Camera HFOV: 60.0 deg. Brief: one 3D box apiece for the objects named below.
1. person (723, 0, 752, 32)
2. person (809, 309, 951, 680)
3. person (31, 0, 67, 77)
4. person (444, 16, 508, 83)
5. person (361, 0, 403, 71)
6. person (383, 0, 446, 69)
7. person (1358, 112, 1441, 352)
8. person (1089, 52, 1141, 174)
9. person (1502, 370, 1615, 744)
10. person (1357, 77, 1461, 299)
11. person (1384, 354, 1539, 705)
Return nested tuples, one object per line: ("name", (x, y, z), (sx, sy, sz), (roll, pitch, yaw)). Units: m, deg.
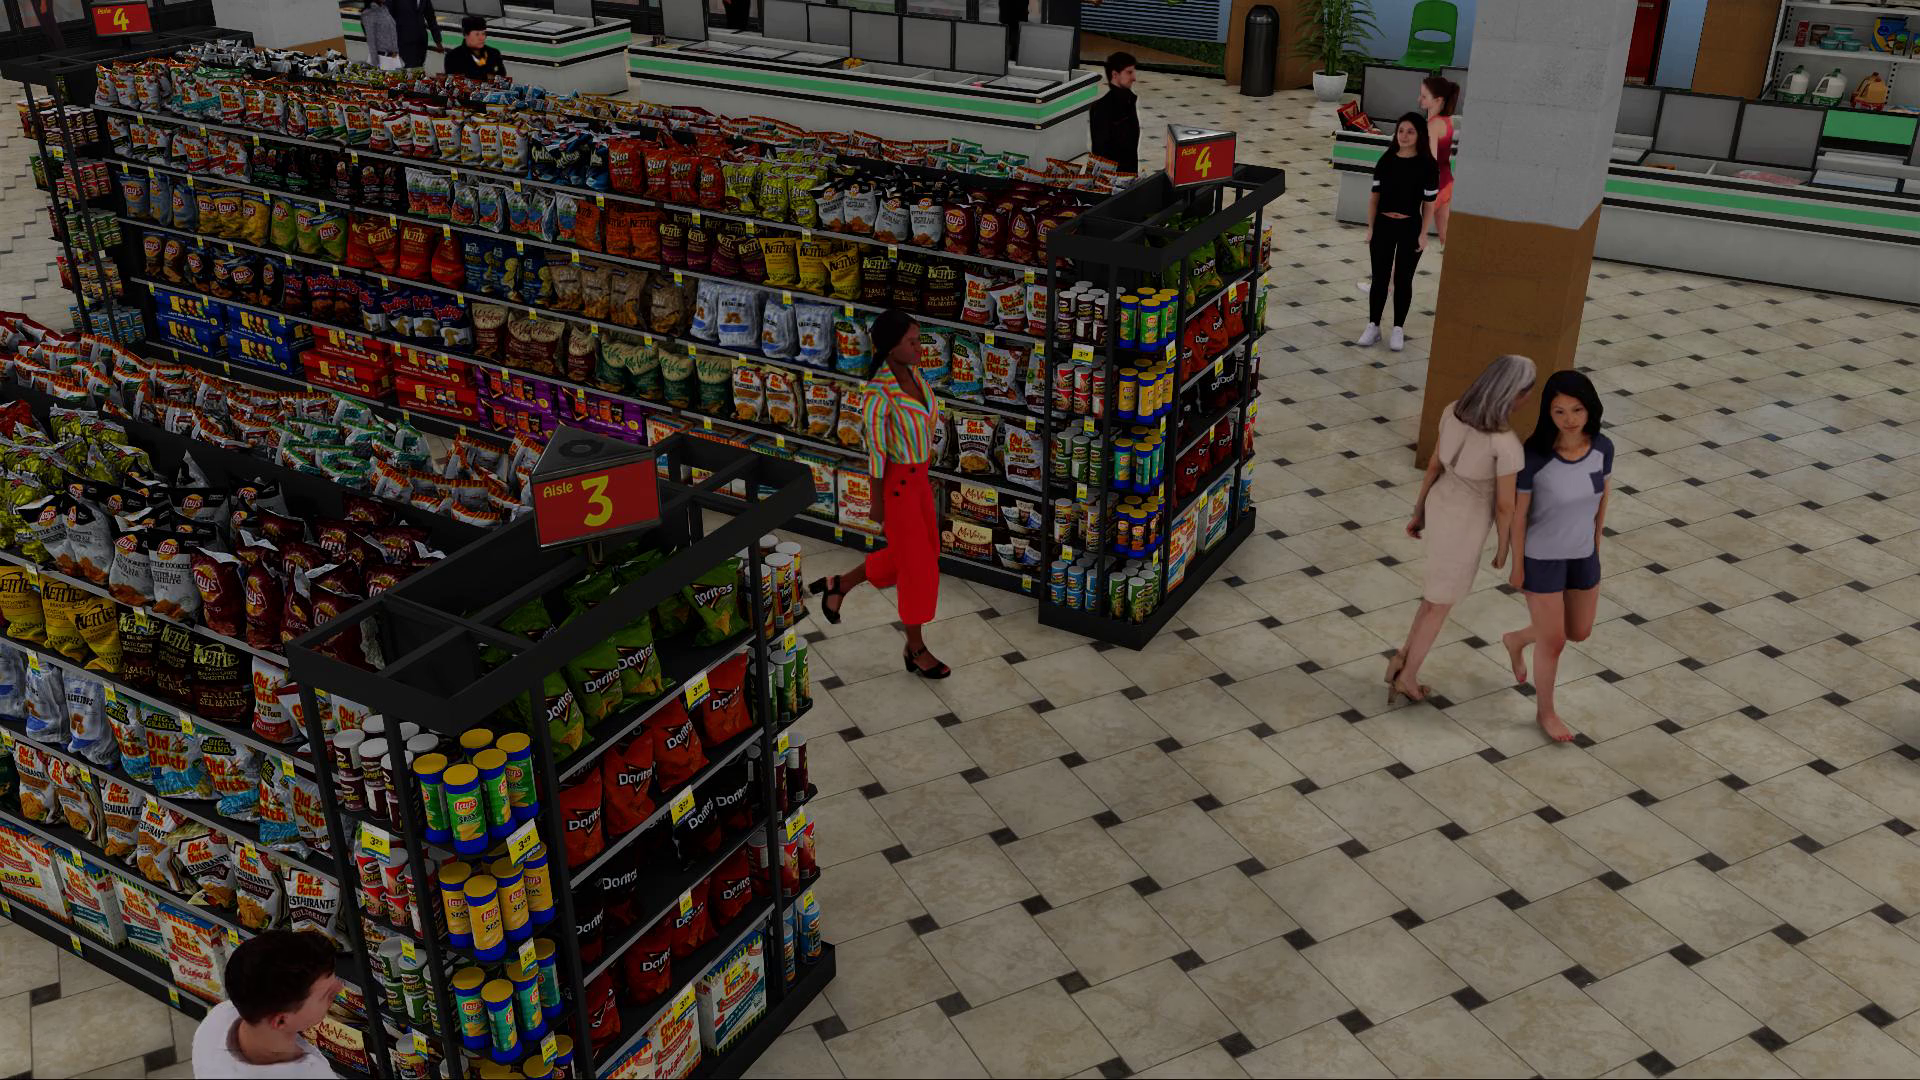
("person", (-2.709, -6.556, 19.958), (0.626, 1.838, 0.664), (11, 29, 20))
("person", (-0.340, -0.197, 7.486), (0.981, 1.778, 0.660), (11, 29, 20))
("person", (-10.966, -6.430, 19.895), (0.721, 1.672, 0.581), (-20, 33, -34))
("person", (-4.265, -3.763, 14.672), (0.952, 1.639, 1.137), (-19, 32, -33))
("person", (-5.611, -4.594, 16.220), (0.582, 1.721, 0.640), (8, 28, 15))
("person", (-5.709, -5.089, 17.129), (1.162, 1.781, 0.689), (16, 31, 29))
("person", (3.018, -2.127, 11.446), (0.534, 1.639, 0.674), (12, 29, 22))
("person", (1.123, -2.662, 12.277), (0.580, 1.841, 0.733), (12, 29, 22))
("person", (2.508, 0.041, 7.127), (0.873, 1.679, 0.936), (-10, 28, -18))
("person", (3.496, -2.454, 12.034), (1.224, 1.690, 0.792), (24, 35, 38))
("person", (2.067, 0.029, 7.117), (0.829, 1.708, 0.746), (-16, 31, -29))
